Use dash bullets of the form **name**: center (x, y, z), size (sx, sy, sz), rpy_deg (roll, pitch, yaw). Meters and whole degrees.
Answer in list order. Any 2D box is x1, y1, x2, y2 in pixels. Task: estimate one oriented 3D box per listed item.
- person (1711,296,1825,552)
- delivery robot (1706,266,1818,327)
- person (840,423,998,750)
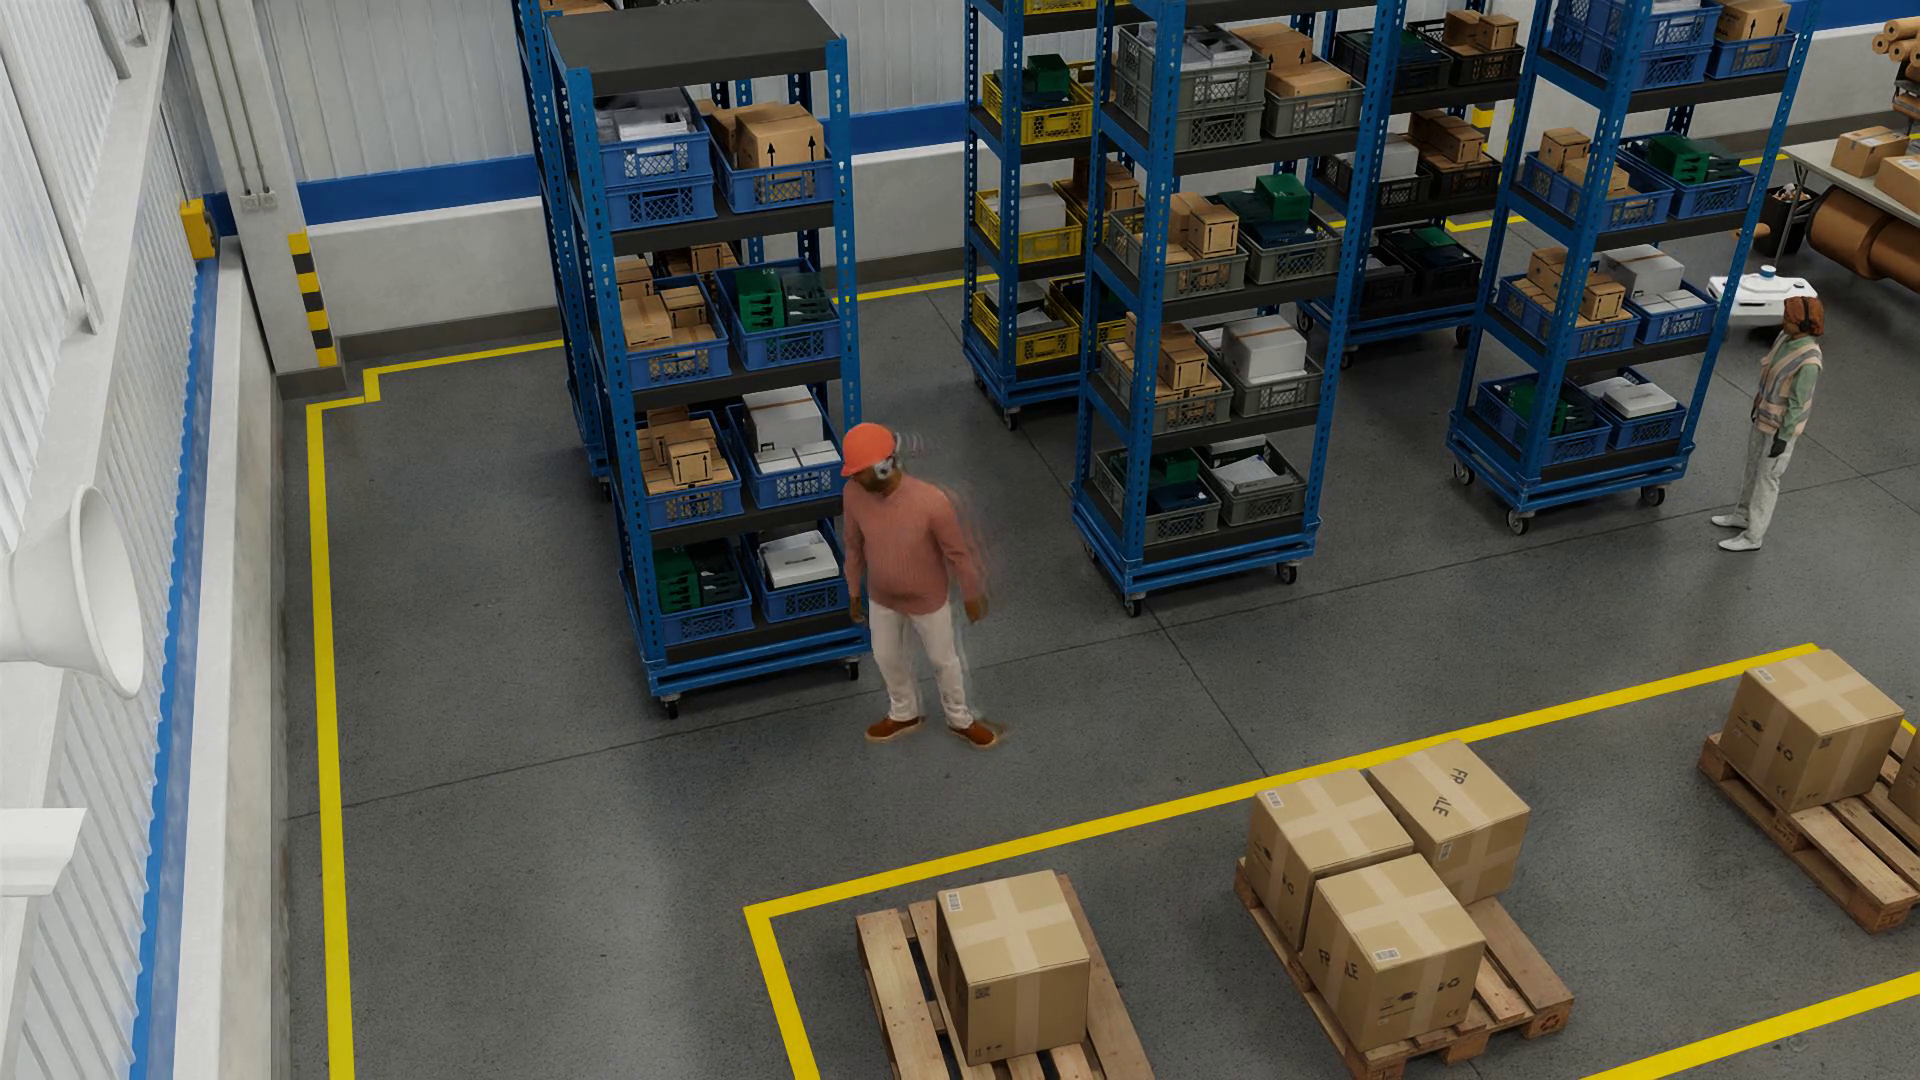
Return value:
- **person**: center (4.823, -0.695, 9.845), size (0.316, 1.632, 0.526), rpy_deg (3, 35, 5)
- **delivery robot**: center (5.879, -1.779, 12.232), size (0.707, 0.478, 0.477), rpy_deg (1, 35, 1)
- **person**: center (-0.193, 0.279, 8.201), size (0.792, 1.944, 0.442), rpy_deg (12, 37, 17)
